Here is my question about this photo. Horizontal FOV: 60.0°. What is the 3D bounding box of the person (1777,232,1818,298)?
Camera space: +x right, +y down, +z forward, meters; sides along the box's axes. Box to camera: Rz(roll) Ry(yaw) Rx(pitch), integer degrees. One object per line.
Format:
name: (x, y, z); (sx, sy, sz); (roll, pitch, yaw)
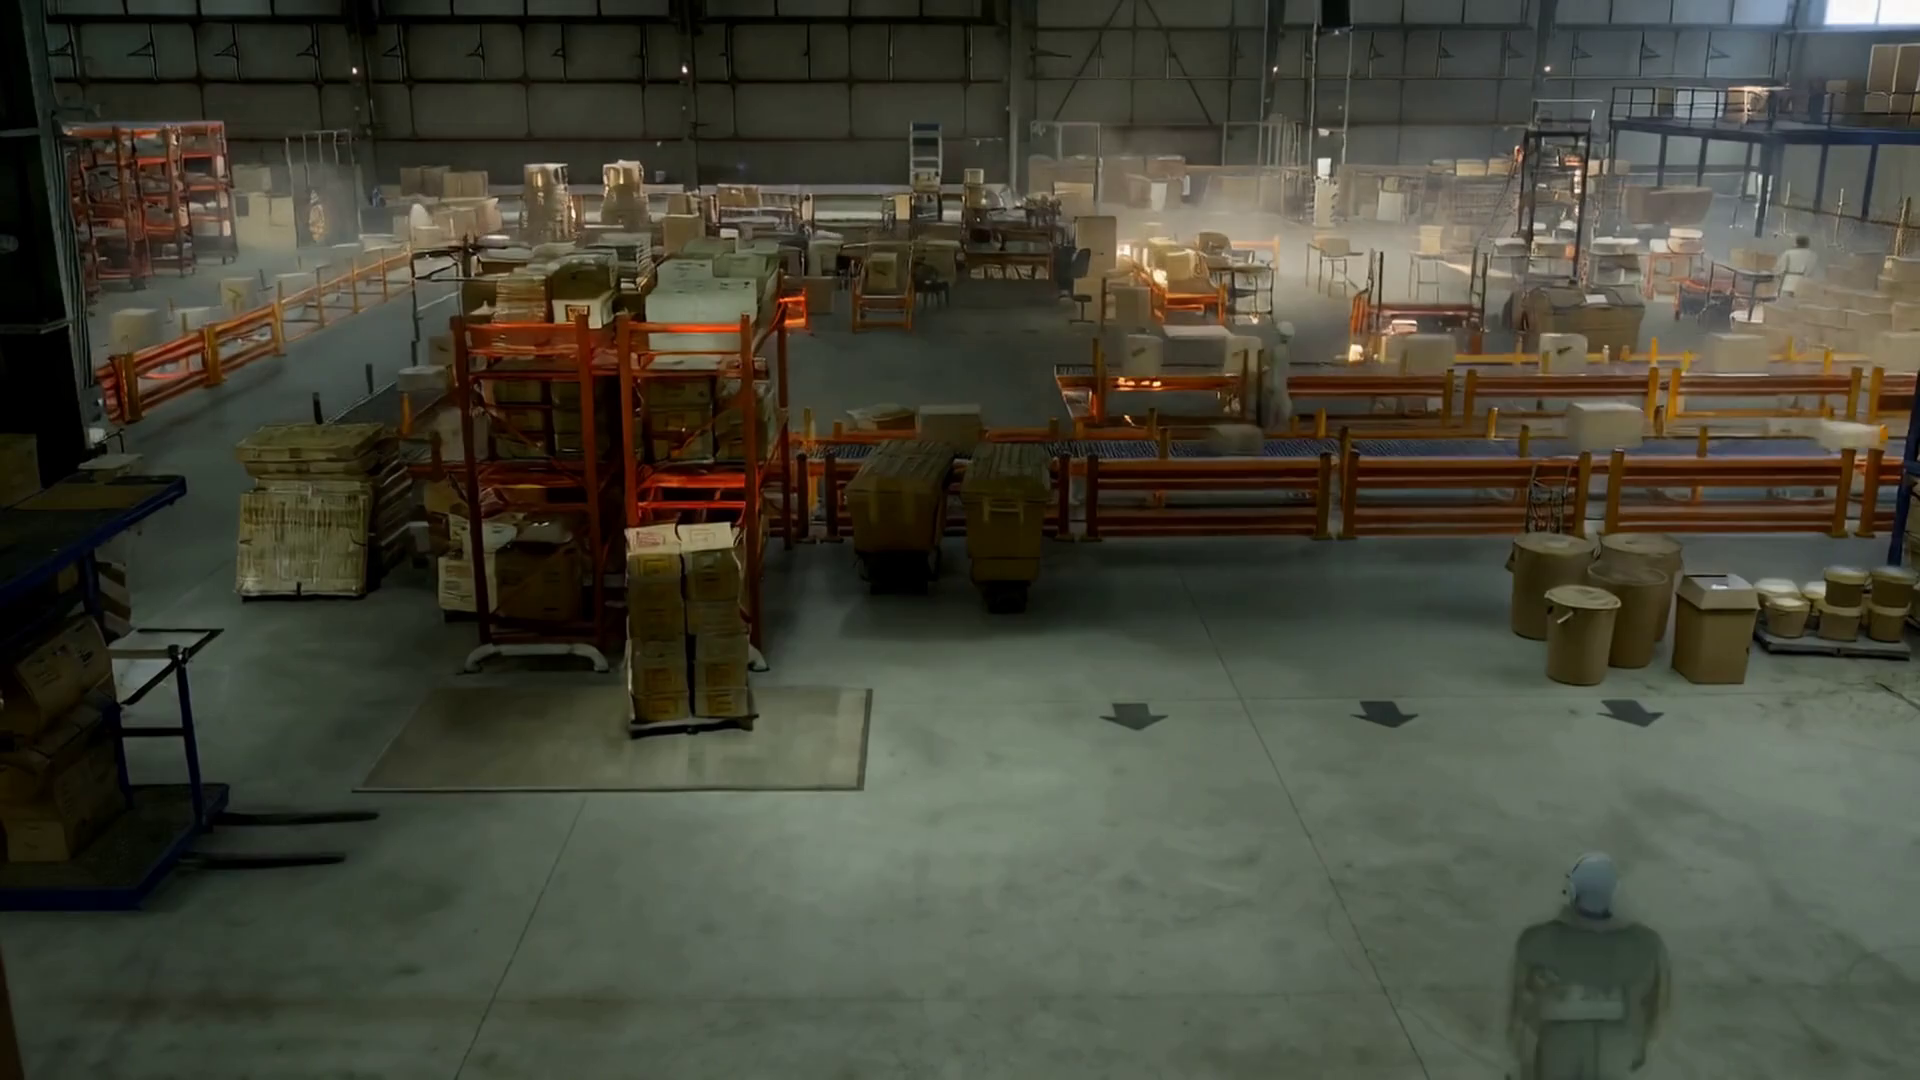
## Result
person: (15.759, -4.791, 31.333); (0.602, 1.968, 1.098); (11, 20, 34)

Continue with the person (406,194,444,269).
person: (-13.605, -7.754, 41.840); (0.943, 1.870, 0.646); (-12, 20, -37)

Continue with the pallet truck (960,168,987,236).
pallet truck: (0.383, -10.230, 50.206); (0.823, 1.965, 1.885); (-1, 16, -3)

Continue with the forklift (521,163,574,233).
forklift: (-12.233, -10.122, 49.298); (1.157, 1.987, 2.680); (0, 16, -1)

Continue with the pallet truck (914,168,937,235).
pallet truck: (-0.989, -10.316, 50.507); (0.823, 1.965, 1.885); (1, 16, 3)

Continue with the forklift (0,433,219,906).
forklift: (-5.952, 0.780, 10.366); (1.873, 2.768, 1.129); (0, 16, -1)

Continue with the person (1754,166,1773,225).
person: (25.750, -11.029, 53.210); (0.577, 1.879, 0.350); (-7, 18, -24)

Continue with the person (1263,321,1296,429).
person: (4.342, -2.045, 22.184); (0.618, 1.743, 0.554); (2, 16, 6)

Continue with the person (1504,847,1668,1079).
person: (2.677, 2.196, 7.262); (0.673, 1.851, 0.981); (1, 16, 3)

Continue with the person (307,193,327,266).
person: (-16.459, -7.937, 42.532); (0.404, 1.829, 0.600); (-2, 16, -7)

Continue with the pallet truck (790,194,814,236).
pallet truck: (-4.814, -9.883, 50.259); (0.704, 1.261, 1.522); (-1, 16, -3)

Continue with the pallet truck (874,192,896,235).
pallet truck: (-2.277, -9.986, 50.594); (0.653, 1.274, 1.630); (0, 16, -1)

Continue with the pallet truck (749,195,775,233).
pallet truck: (-6.051, -9.967, 50.660); (0.680, 1.201, 1.601); (0, 16, -1)

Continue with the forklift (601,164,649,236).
forklift: (-9.948, -10.127, 49.296); (1.157, 1.987, 2.680); (-1, 16, -3)
